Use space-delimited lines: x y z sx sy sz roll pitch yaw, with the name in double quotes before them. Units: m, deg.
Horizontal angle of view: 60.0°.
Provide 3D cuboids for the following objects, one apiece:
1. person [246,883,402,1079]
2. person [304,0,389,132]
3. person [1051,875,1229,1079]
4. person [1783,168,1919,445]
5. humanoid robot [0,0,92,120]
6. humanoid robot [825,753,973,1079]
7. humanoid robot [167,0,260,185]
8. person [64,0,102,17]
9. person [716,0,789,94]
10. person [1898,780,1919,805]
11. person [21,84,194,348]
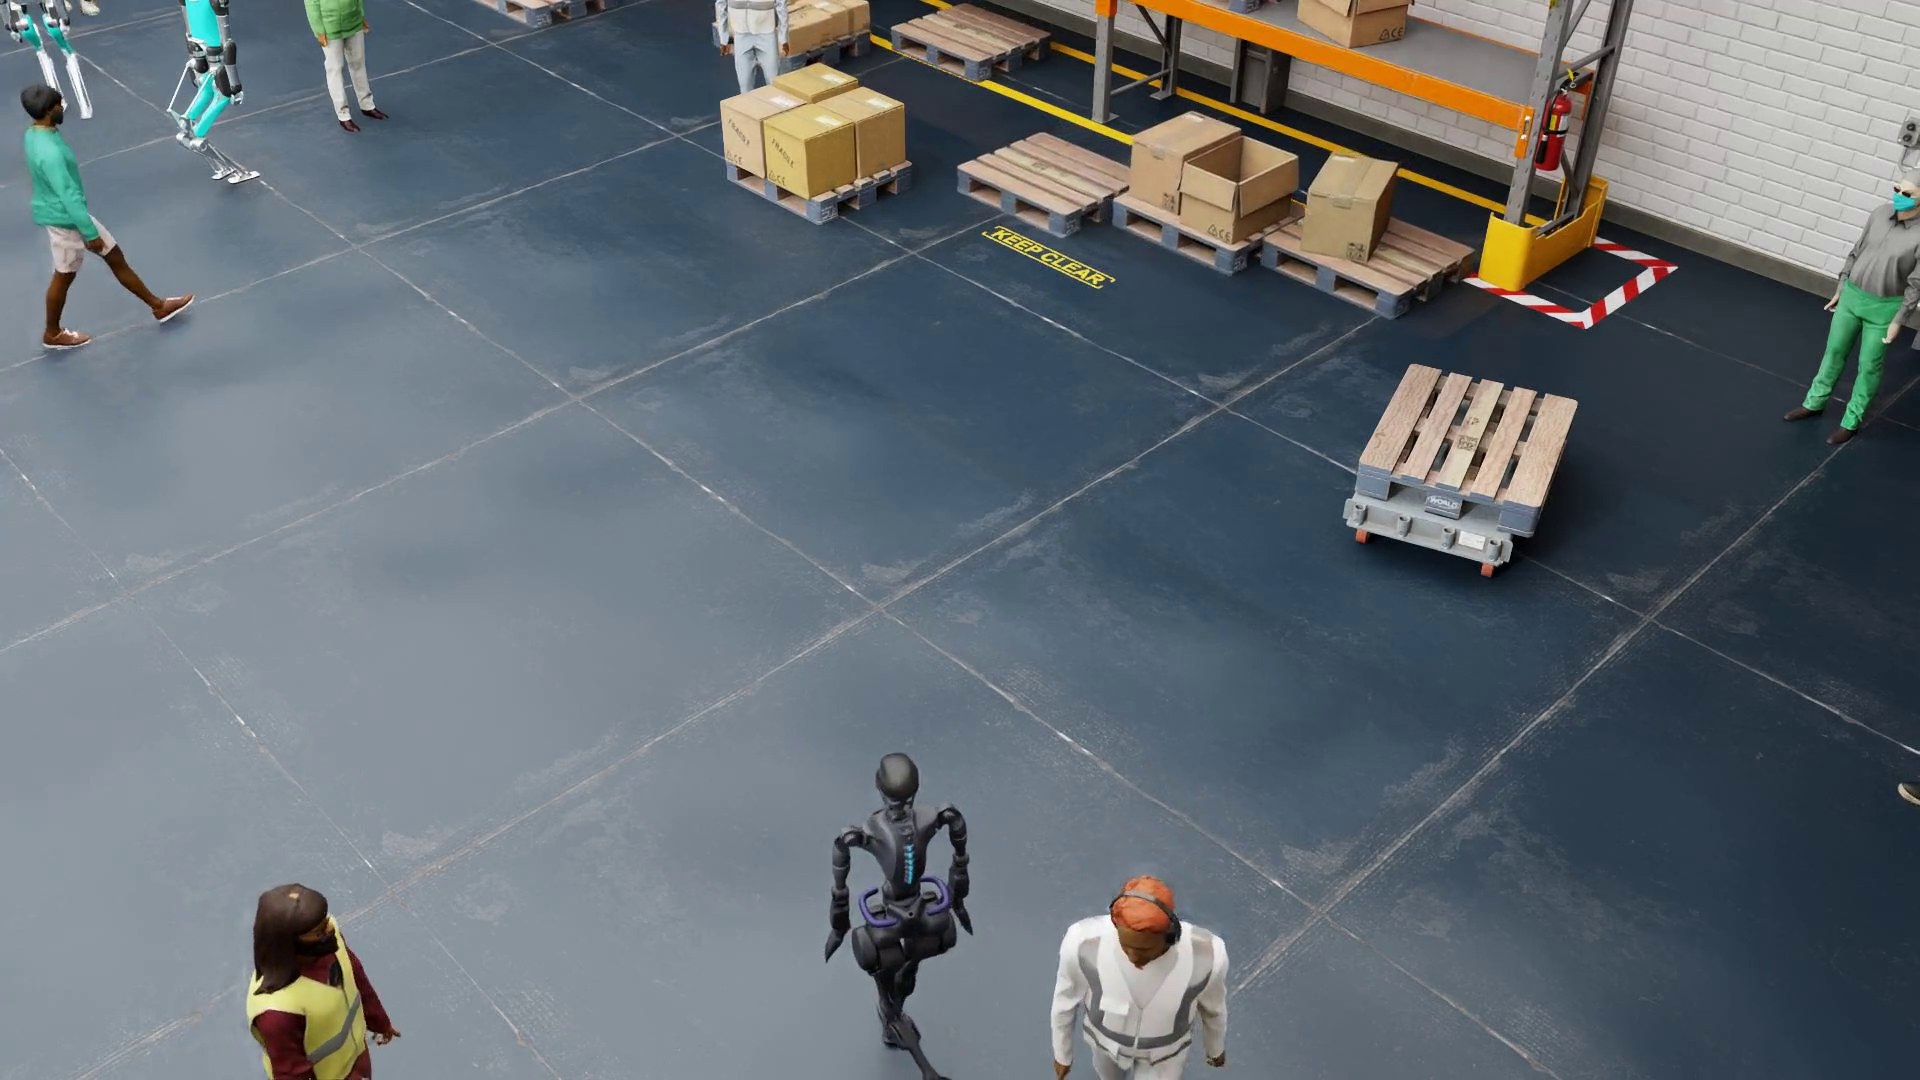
"person" -2.137 1.842 5.860 0.535 1.755 0.500 0 37 0
"person" -5.254 -4.377 14.073 0.383 1.783 0.541 21 42 26
"person" 0.642 1.748 5.926 0.625 1.837 0.990 7 38 9
"person" 5.567 -1.451 10.154 0.340 1.839 0.508 -18 41 -23
"humanoid robot" -7.890 -4.516 14.254 0.535 1.756 0.691 -11 38 -14
"humanoid robot" -0.208 1.513 6.406 0.596 1.647 0.636 -12 39 -15
"humanoid robot" -5.937 -3.562 12.920 0.533 1.677 0.735 21 42 26
"person" -8.899 -6.076 16.125 0.623 2.011 0.876 -30 46 -34
"person" -1.695 -4.168 13.696 0.598 1.907 0.400 4 37 5
"person" 4.795 0.433 7.581 0.400 1.935 0.645 27 45 31
"person" -5.901 -2.163 11.134 1.021 1.786 0.524 -19 41 -23
